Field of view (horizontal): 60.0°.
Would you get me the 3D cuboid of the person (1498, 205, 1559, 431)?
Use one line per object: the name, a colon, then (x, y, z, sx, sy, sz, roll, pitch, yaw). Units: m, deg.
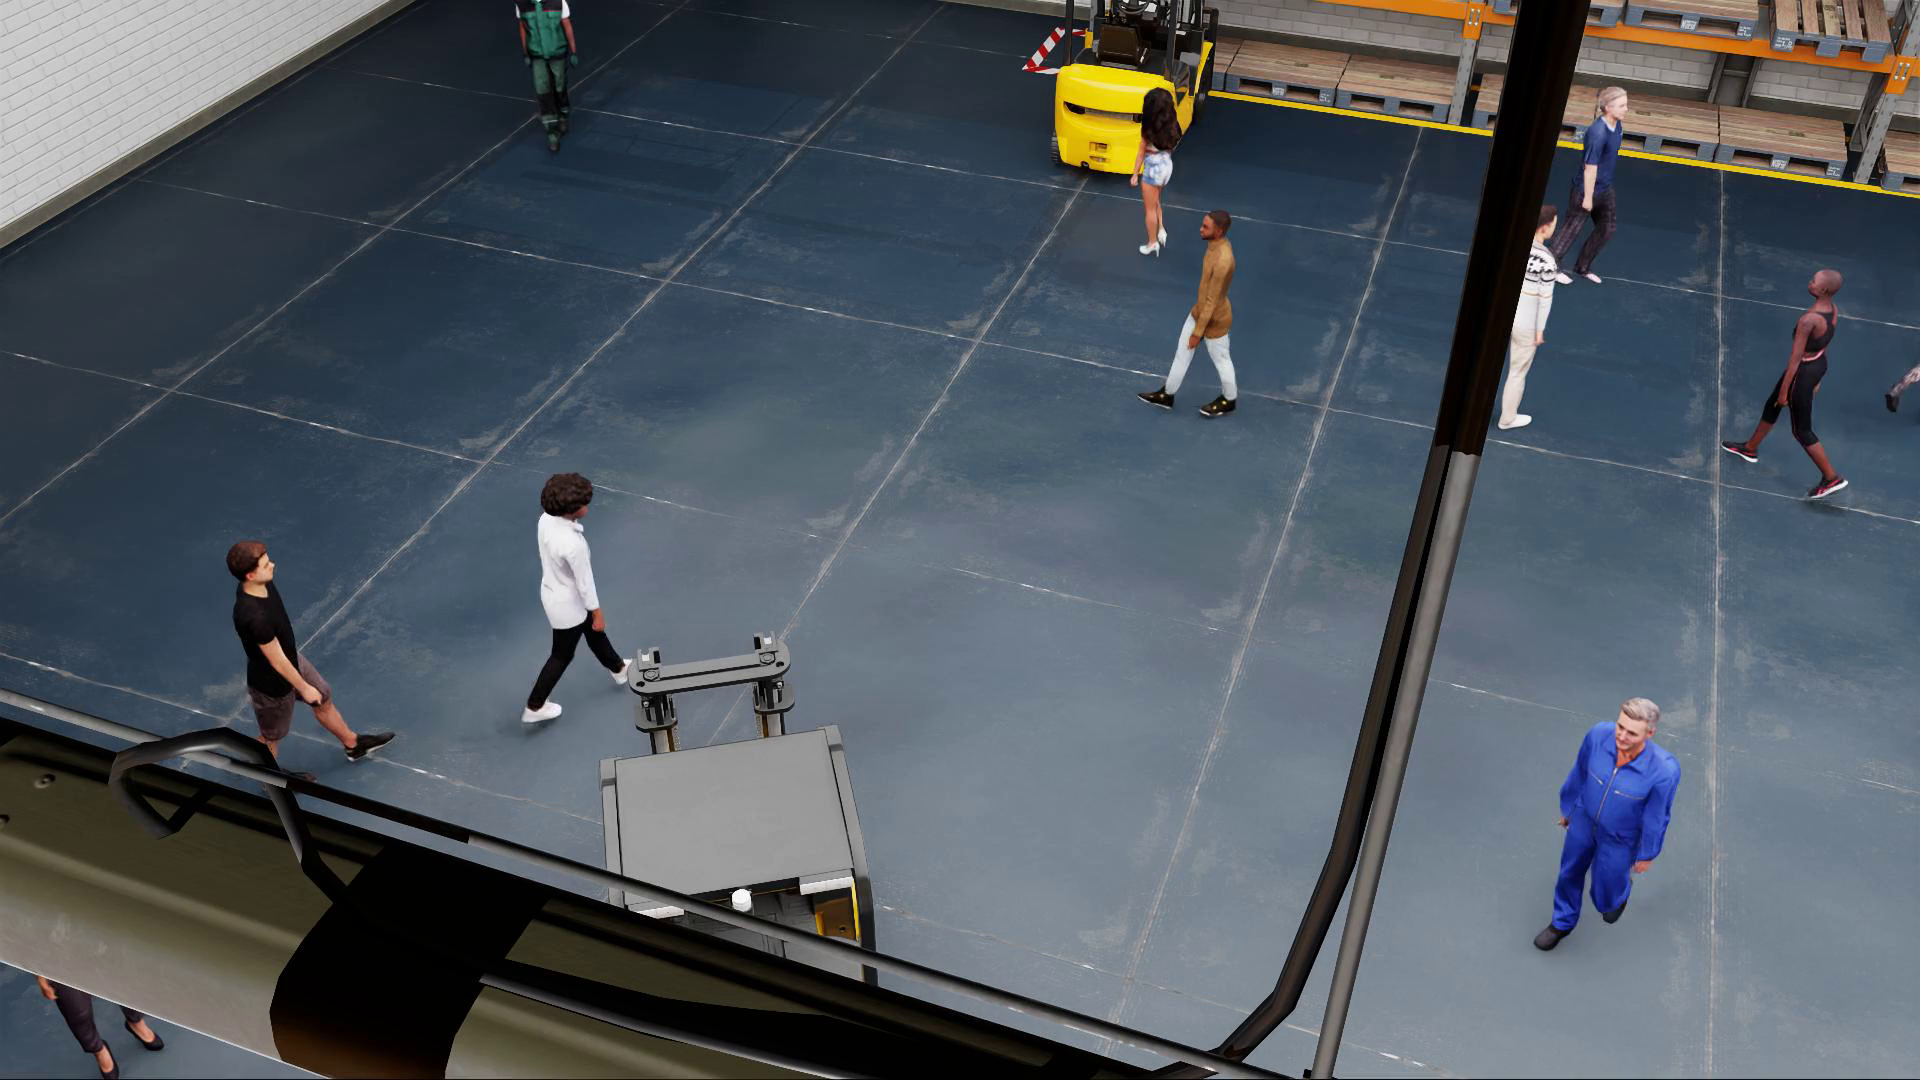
person: (4.290, -1.722, 12.839, 0.828, 1.859, 0.716, -25, 45, -28)

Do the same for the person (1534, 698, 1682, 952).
person: (3.490, 1.495, 8.845, 1.013, 1.817, 0.964, -27, 46, -29)

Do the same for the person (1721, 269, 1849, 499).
person: (6.274, -1.125, 12.207, 1.000, 1.714, 1.281, -30, 47, -32)

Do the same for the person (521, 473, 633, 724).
person: (-2.501, 0.400, 10.258, 1.197, 1.764, 1.184, -23, 44, -26)

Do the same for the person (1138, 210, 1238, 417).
person: (2.045, -1.723, 12.899, 1.131, 1.784, 0.935, -4, 39, -5)

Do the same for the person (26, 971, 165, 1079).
person: (-4.372, 2.069, 8.244, 0.623, 1.669, 0.651, 26, 45, 28)

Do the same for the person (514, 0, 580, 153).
person: (-4.180, -4.961, 16.933, 1.103, 1.810, 1.079, -7, 39, -8)

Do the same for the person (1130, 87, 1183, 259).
person: (1.813, -3.258, 14.958, 0.696, 1.615, 0.647, 28, 46, 31)

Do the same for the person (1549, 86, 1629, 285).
person: (5.447, -3.104, 14.575, 0.862, 1.851, 0.808, 29, 47, 31)

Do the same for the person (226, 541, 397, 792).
person: (-4.092, 0.783, 9.725, 1.154, 1.831, 1.007, -8, 39, -9)
